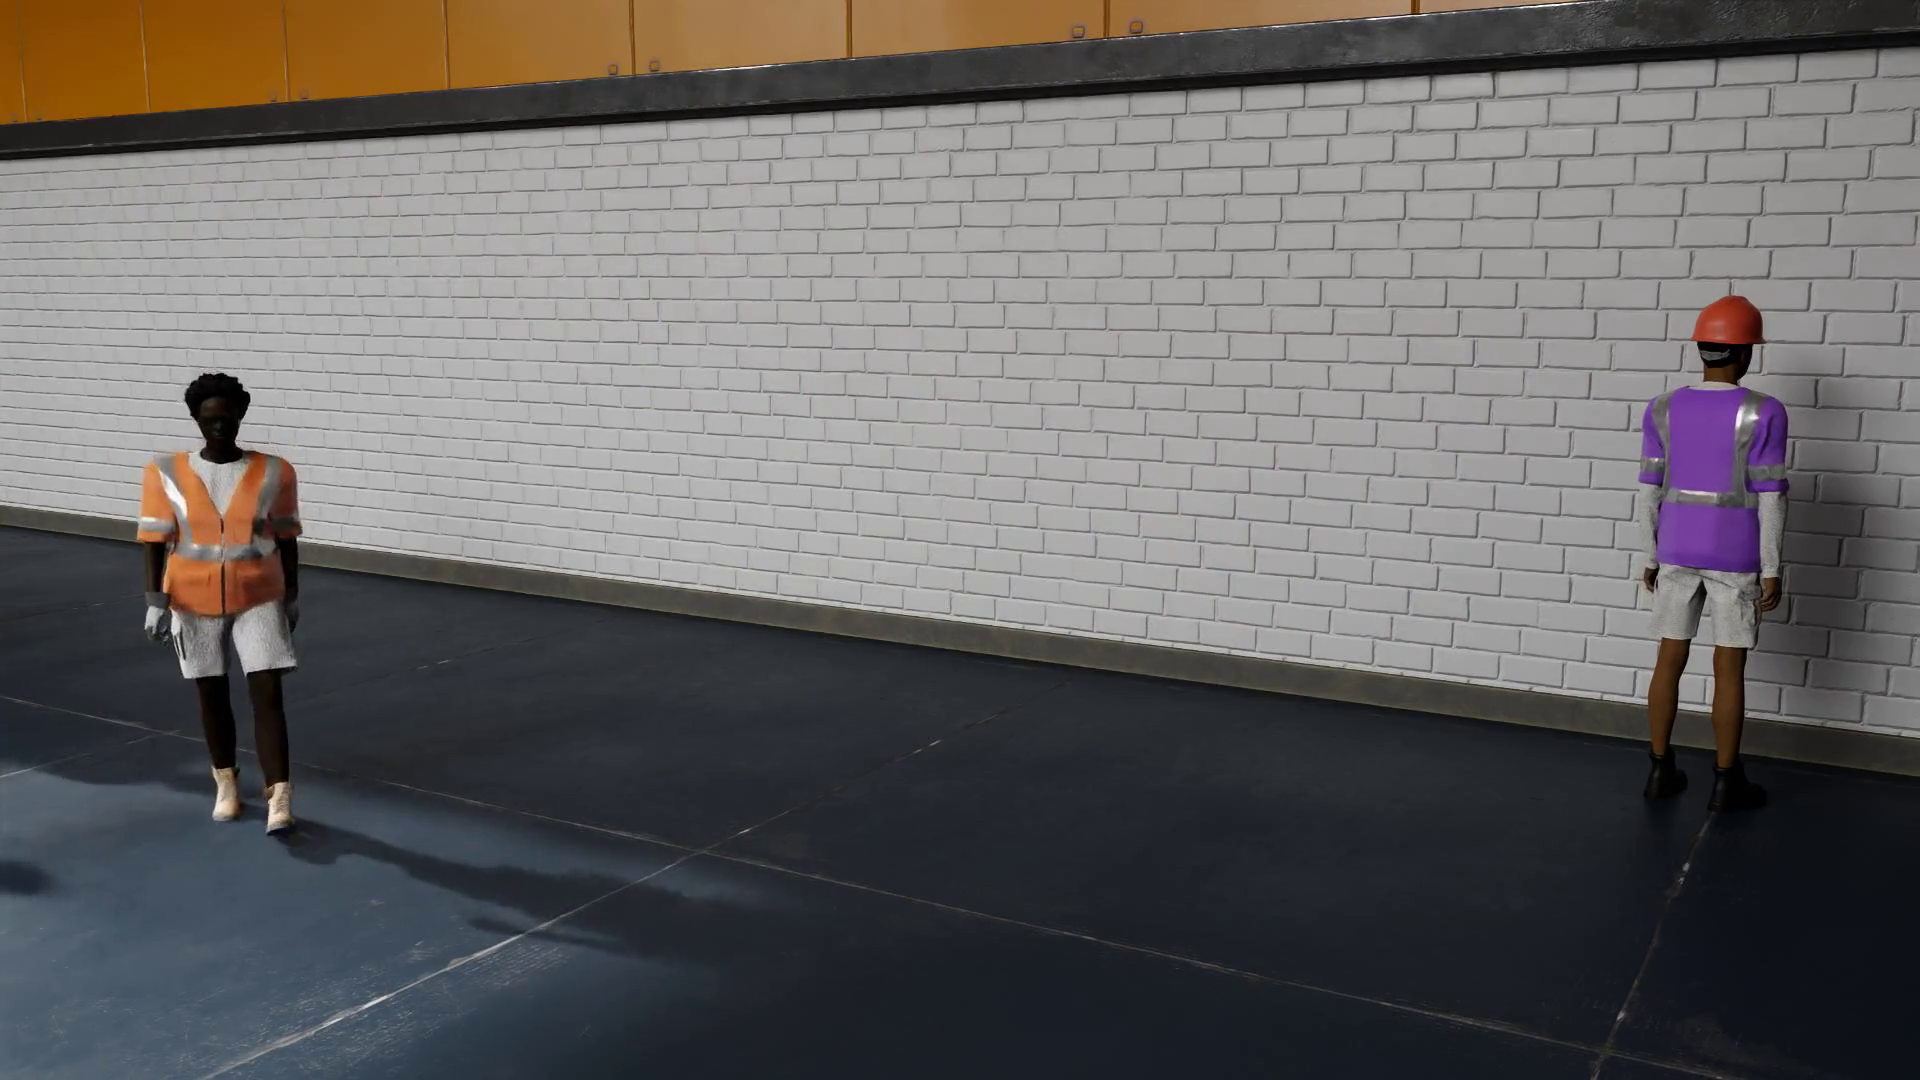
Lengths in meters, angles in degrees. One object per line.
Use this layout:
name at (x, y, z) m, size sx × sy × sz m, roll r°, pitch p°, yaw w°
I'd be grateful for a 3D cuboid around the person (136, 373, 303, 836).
person at (-2.625, 0.249, 5.942) m, size 0.544 × 1.669 × 0.743 m, roll -3°, pitch 10°, yaw -20°

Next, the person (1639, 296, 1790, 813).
person at (2.846, 0.055, 6.297) m, size 0.364 × 1.939 × 0.542 m, roll -8°, pitch 12°, yaw -42°
